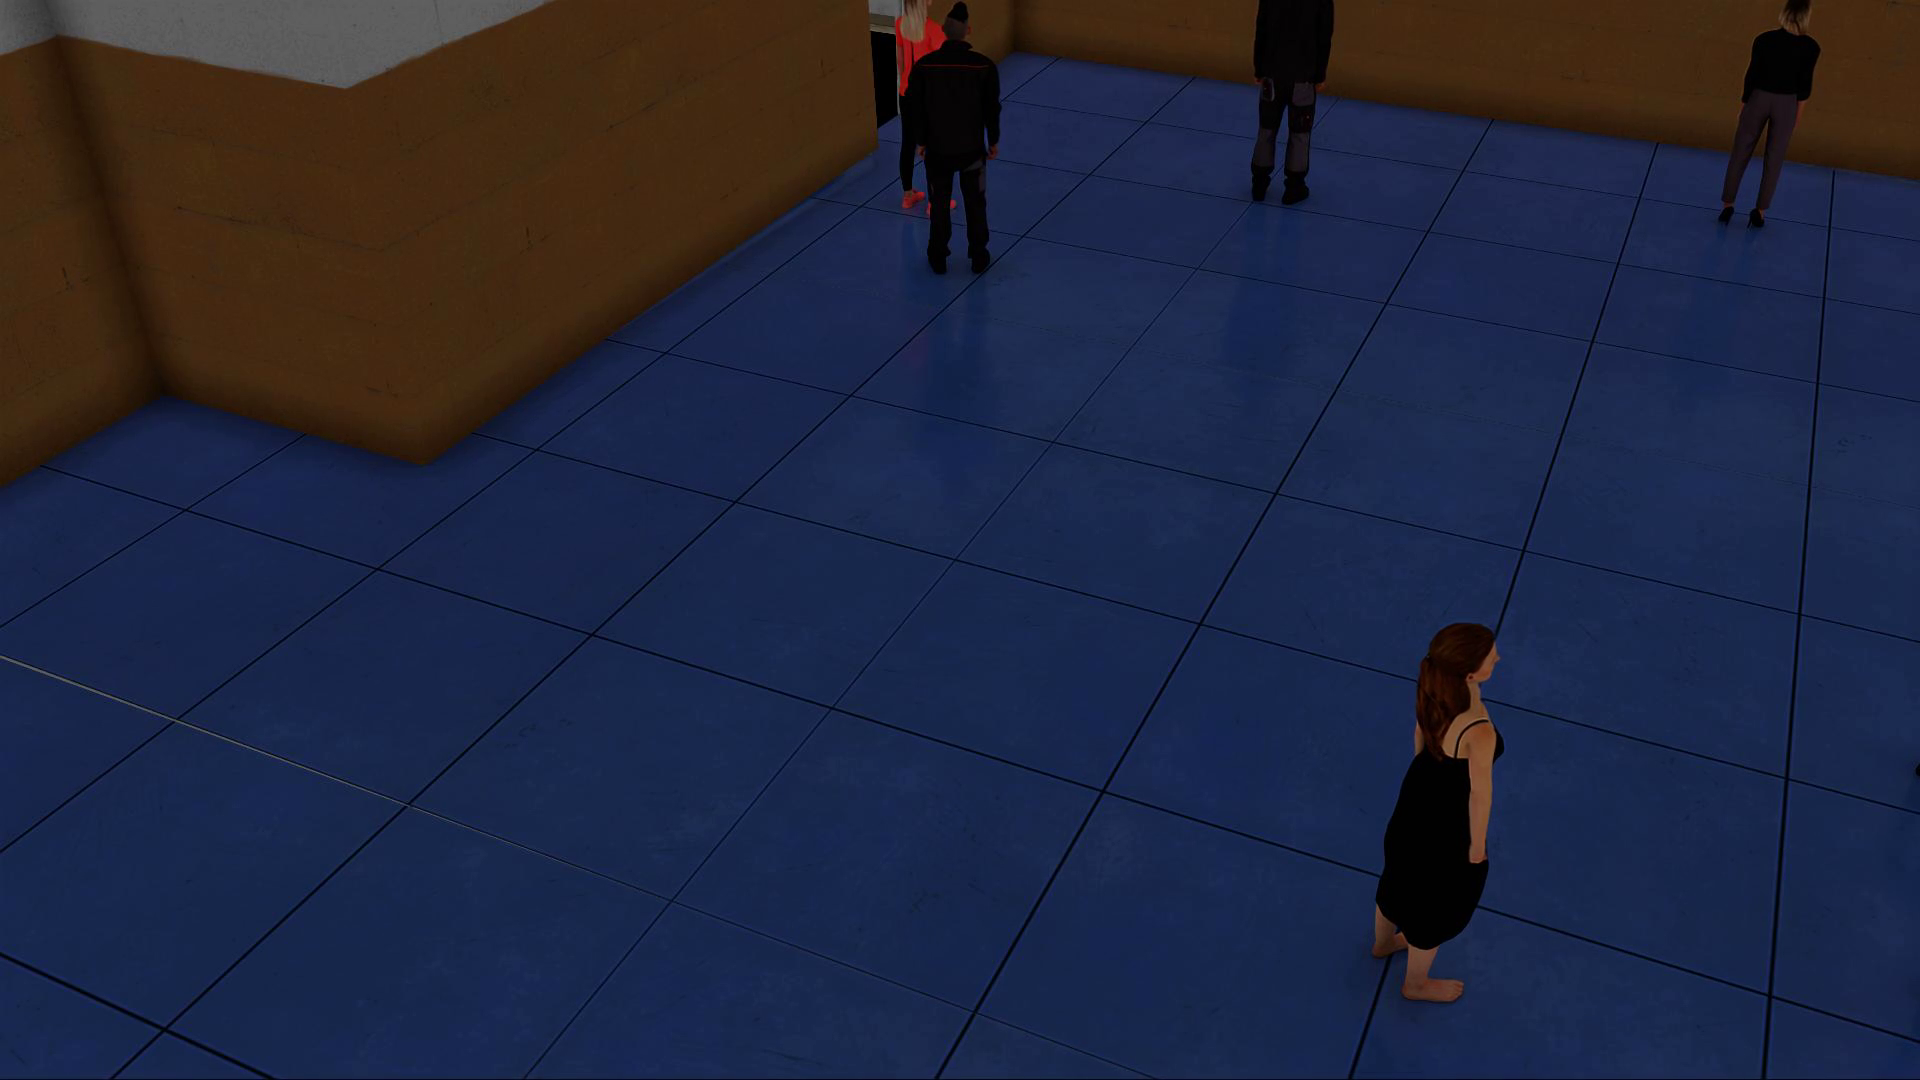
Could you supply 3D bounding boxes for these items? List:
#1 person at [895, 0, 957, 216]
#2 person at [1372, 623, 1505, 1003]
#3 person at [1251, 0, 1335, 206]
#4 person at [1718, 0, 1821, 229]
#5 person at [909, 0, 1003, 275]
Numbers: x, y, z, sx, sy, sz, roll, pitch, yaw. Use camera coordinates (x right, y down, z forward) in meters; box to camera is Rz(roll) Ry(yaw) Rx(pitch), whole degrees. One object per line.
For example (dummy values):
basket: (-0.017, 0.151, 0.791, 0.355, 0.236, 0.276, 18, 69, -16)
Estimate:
person: (-0.279, -3.221, 12.107, 0.547, 1.694, 0.701, 24, 41, 32)
person: (1.691, 0.958, 5.887, 0.731, 1.625, 0.675, -9, 35, -14)
person: (2.419, -3.439, 12.207, 0.537, 1.946, 0.771, 12, 36, 18)
person: (5.762, -3.034, 11.846, 0.471, 1.672, 0.661, 17, 37, 23)
person: (-0.021, -2.687, 11.132, 0.727, 1.861, 0.910, 1, 34, 2)
